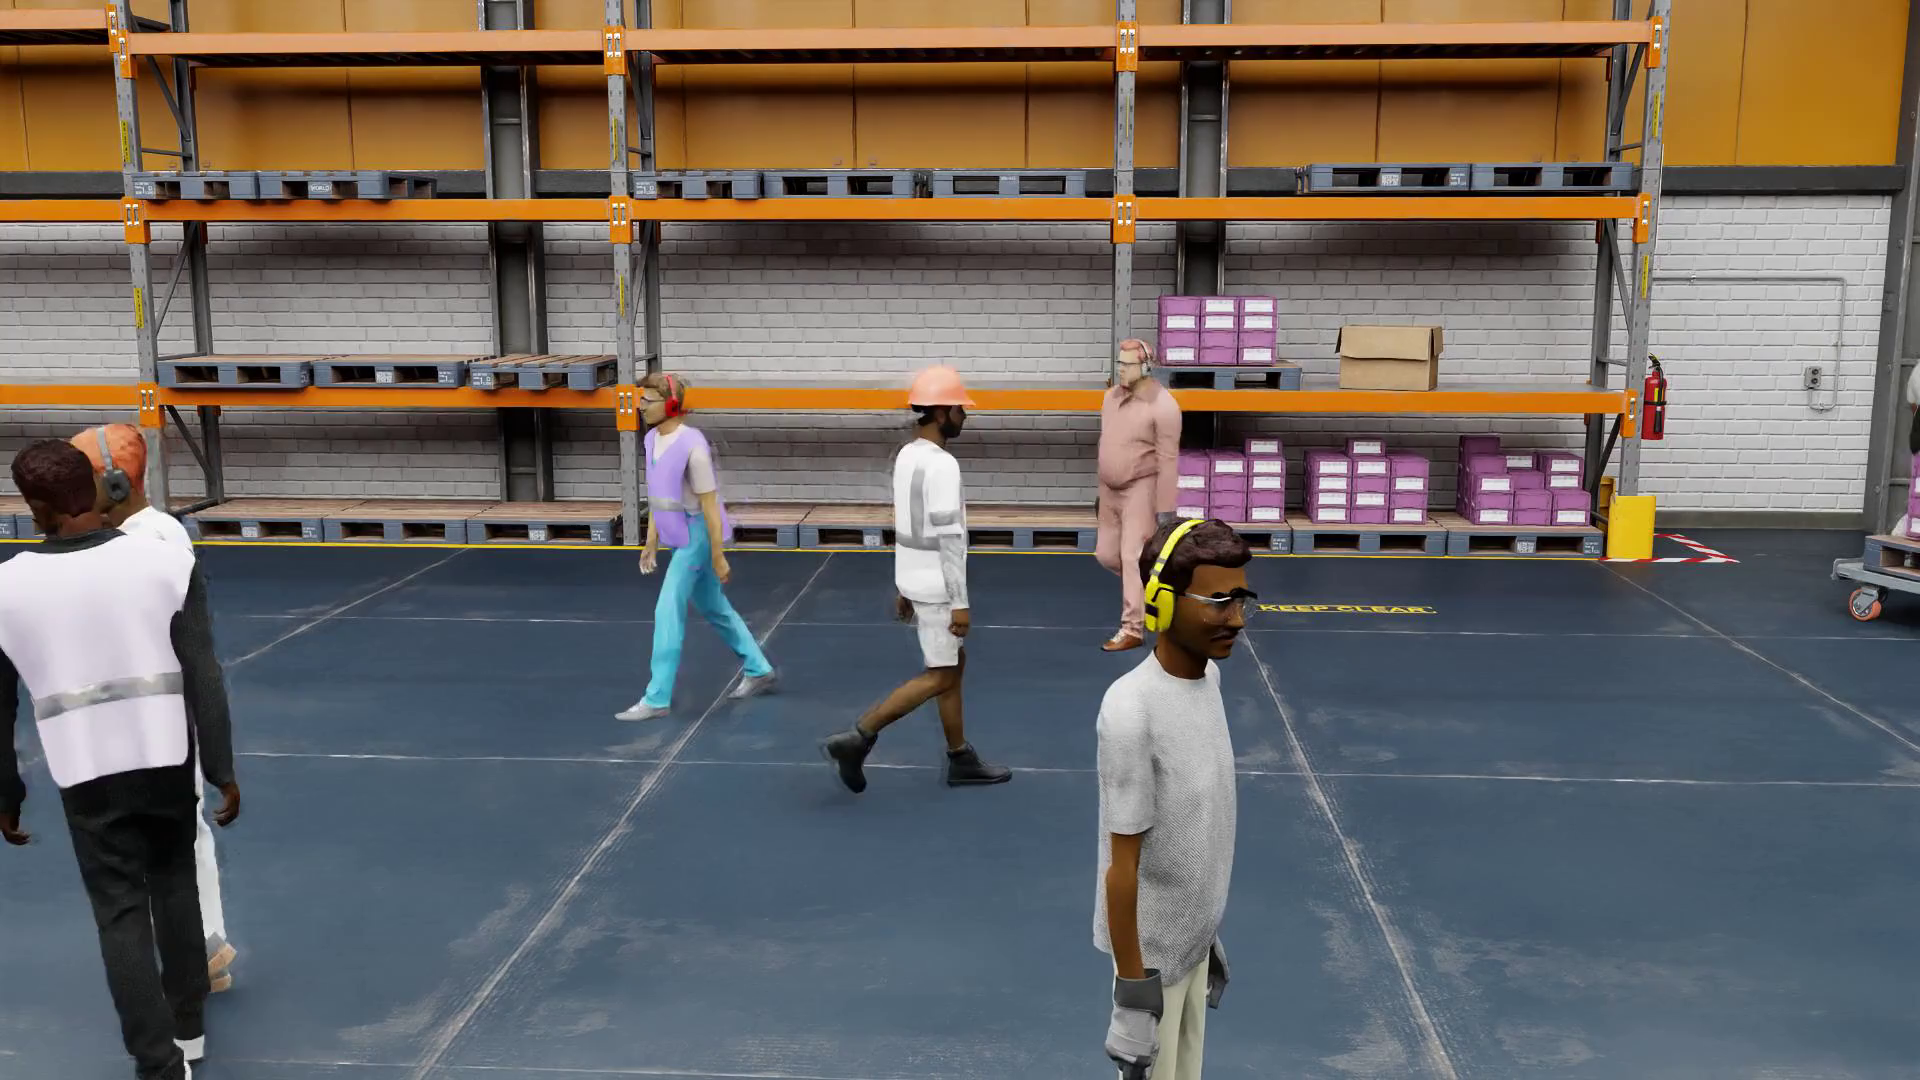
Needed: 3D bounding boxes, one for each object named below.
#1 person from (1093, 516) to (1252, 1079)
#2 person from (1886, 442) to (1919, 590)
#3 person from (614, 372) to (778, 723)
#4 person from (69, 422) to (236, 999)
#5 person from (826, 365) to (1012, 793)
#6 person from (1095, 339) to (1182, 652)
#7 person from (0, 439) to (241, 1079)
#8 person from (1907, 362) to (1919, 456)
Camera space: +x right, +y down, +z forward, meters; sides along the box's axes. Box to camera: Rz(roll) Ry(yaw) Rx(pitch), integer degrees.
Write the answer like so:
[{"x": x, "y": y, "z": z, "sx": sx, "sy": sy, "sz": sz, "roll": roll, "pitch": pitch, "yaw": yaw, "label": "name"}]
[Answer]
[{"x": 0.440, "y": 0.871, "z": 3.454, "sx": 0.310, "sy": 1.864, "sz": 0.533, "roll": 5, "pitch": 11, "yaw": 26, "label": "person"}, {"x": 6.890, "y": -0.476, "z": 11.637, "sx": 0.947, "sy": 1.779, "sz": 0.588, "roll": 2, "pitch": 10, "yaw": 12, "label": "person"}, {"x": -1.369, "y": 0.013, "z": 8.694, "sx": 0.939, "sy": 1.803, "sz": 0.566, "roll": -5, "pitch": 11, "yaw": -28, "label": "person"}, {"x": -2.560, "y": 0.561, "z": 5.238, "sx": 0.427, "sy": 1.868, "sz": 0.625, "roll": -2, "pitch": 10, "yaw": -14, "label": "person"}, {"x": -0.178, "y": 0.192, "z": 7.294, "sx": 0.808, "sy": 1.919, "sz": 0.553, "roll": -3, "pitch": 10, "yaw": -16, "label": "person"}, {"x": 1.092, "y": -0.282, "z": 10.123, "sx": 0.591, "sy": 1.890, "sz": 0.659, "roll": -6, "pitch": 11, "yaw": -32, "label": "person"}, {"x": -2.391, "y": 0.653, "z": 4.686, "sx": 0.629, "sy": 1.872, "sz": 0.683, "roll": -5, "pitch": 11, "yaw": -27, "label": "person"}, {"x": 7.182, "y": -0.677, "z": 12.002, "sx": 0.535, "sy": 2.000, "sz": 0.693, "roll": -2, "pitch": 10, "yaw": -13, "label": "person"}]
